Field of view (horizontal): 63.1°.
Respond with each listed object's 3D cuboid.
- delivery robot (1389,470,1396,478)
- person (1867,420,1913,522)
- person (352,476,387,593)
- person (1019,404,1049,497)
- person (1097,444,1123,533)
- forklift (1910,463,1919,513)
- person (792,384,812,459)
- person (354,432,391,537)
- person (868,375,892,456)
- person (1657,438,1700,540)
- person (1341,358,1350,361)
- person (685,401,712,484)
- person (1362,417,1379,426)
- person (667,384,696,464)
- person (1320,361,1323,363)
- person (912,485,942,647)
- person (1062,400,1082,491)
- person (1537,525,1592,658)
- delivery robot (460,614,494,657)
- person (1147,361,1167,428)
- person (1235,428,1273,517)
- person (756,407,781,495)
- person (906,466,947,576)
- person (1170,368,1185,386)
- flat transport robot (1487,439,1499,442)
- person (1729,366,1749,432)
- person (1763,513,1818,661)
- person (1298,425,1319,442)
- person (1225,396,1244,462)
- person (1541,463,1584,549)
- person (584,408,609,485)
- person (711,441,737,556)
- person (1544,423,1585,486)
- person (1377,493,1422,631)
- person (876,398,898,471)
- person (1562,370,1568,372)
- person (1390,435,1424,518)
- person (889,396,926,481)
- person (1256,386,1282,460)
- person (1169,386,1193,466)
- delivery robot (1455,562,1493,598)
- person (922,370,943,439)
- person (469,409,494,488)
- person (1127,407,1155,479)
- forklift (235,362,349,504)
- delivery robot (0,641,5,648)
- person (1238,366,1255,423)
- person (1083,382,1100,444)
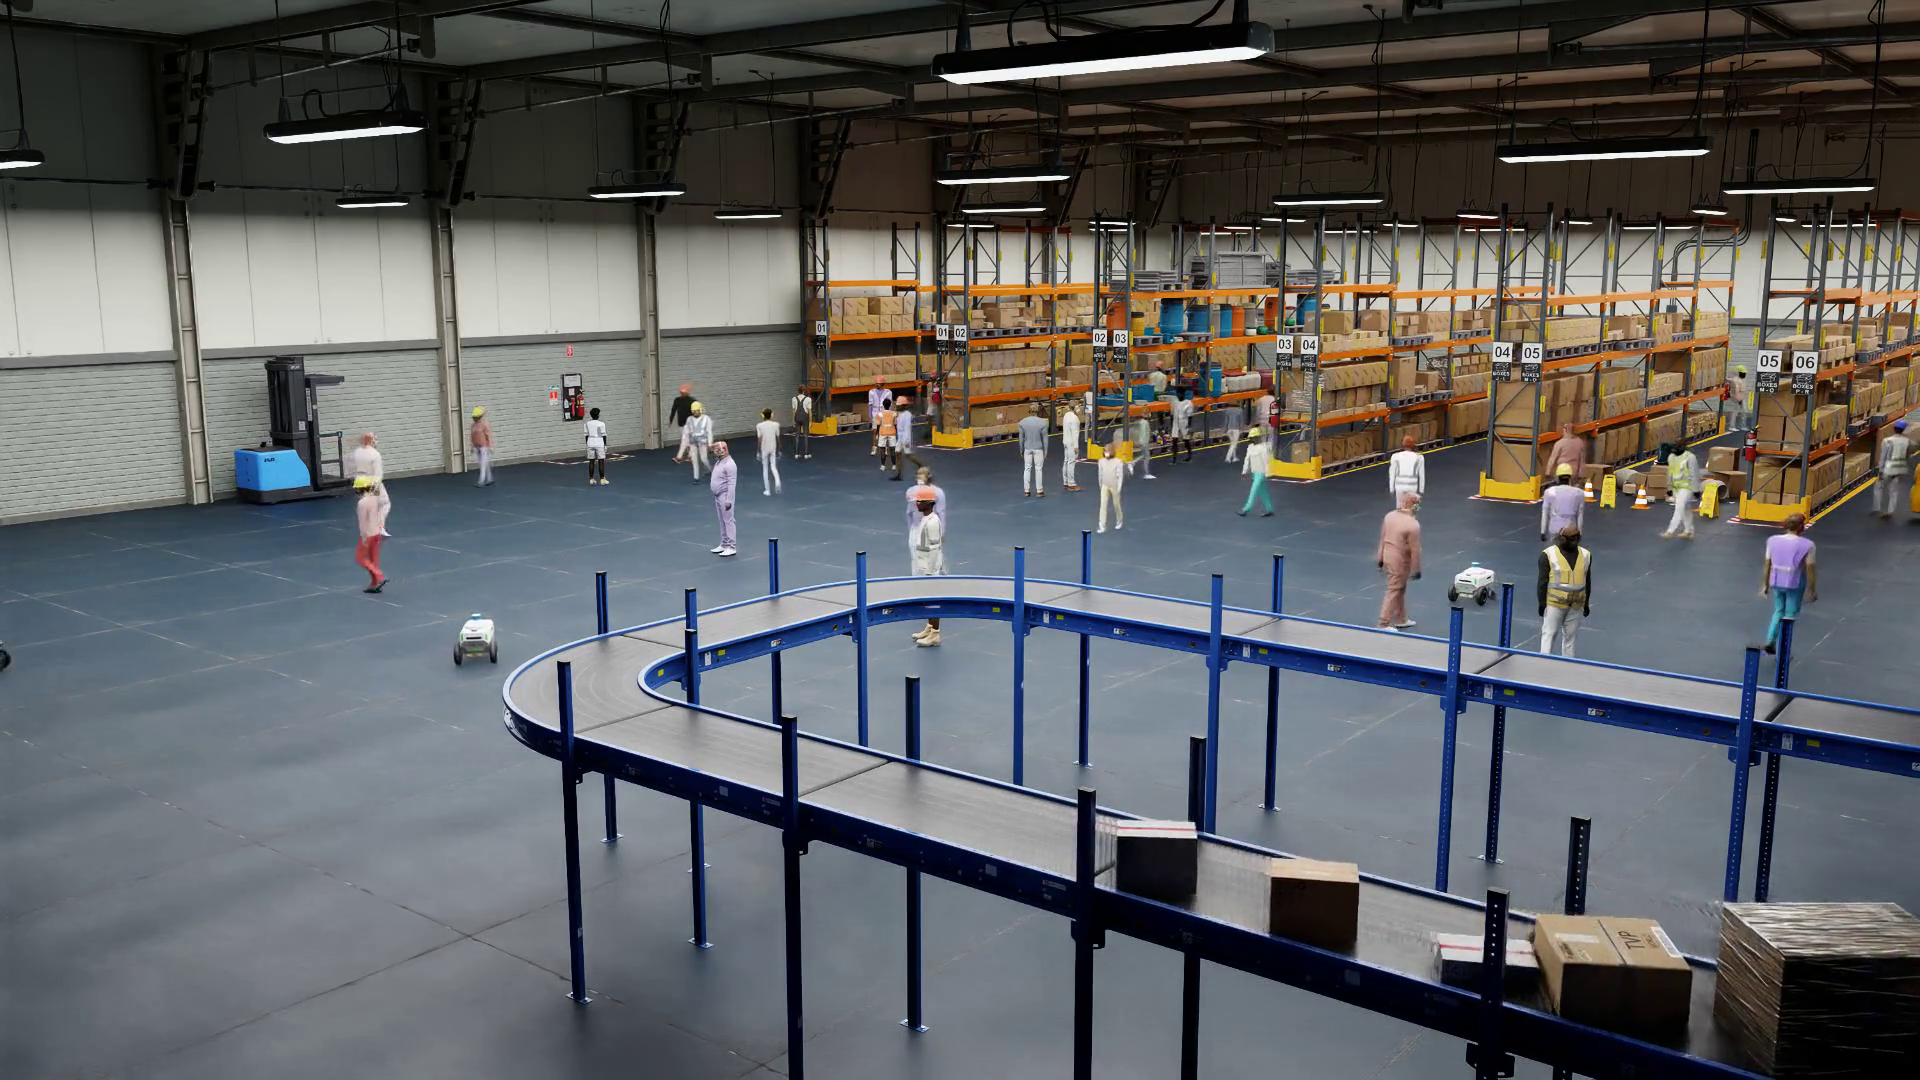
[{"bbox_3d":[9.713,-1.516,34.289,0.477,0.478,0.707,9,14,43],"label":"delivery robot"},{"bbox_3d":[17.542,-1.312,29.462,0.606,1.910,0.569,0,10,2],"label":"person"},{"bbox_3d":[-8.683,-0.078,22.982,0.396,1.754,0.525,1,10,8],"label":"person"},{"bbox_3d":[1.538,-1.866,32.508,0.635,1.938,0.361,3,11,18],"label":"person"},{"bbox_3d":[2.746,-0.958,28.360,0.506,1.599,0.822,5,11,26],"label":"person"},{"bbox_3d":[19.034,-1.348,28.998,2.313,2.155,1.214,8,13,37],"label":"forklift"},{"bbox_3d":[-3.918,-2.944,38.868,0.505,1.840,0.329,1,10,8],"label":"person"},{"bbox_3d":[-10.335,-0.960,27.563,0.647,1.889,0.521,6,12,31],"label":"person"},{"bbox_3d":[-2.007,-3.131,39.358,0.605,2.037,0.394,1,10,6],"label":"person"},{"bbox_3d":[12.611,-0.889,27.482,0.899,1.783,0.646,-2,10,-11],"label":"person"},{"bbox_3d":[13.540,-5.755,54.595,0.513,1.871,0.329,7,12,34],"label":"person"},{"bbox_3d":[-5.754,-2.156,34.480,0.609,1.812,0.470,2,10,13],"label":"person"},{"bbox_3d":[12.337,-4.417,46.708,0.609,1.996,0.379,8,13,38],"label":"person"},{"bbox_3d":[-6.698,-2.819,37.924,0.638,1.923,1.076,5,11,26],"label":"person"},{"bbox_3d":[12.360,-5.652,53.876,0.373,1.916,0.596,3,10,15],"label":"person"},{"bbox_3d":[-0.422,0.321,19.910,0.375,2.043,0.611,-2,10,-9],"label":"person"},{"bbox_3d":[2.390,-2.032,33.458,0.374,1.936,0.627,-3,10,-15],"label":"person"},{"bbox_3d":[7.008,0.737,18.136,0.633,1.841,0.429,-1,10,-4],"label":"person"},{"bbox_3d":[-5.945,1.156,19.250,0.477,0.478,0.707,-2,10,-11],"label":"delivery robot"},{"bbox_3d":[5.783,-4.277,45.965,0.620,1.978,0.711,7,12,36],"label":"person"},{"bbox_3d":[5.629,-1.273,29.808,0.956,1.718,0.527,-4,11,-22],"label":"person"},{"bbox_3d":[-3.987,-1.844,32.627,0.514,1.856,0.505,-5,11,-24],"label":"person"},{"bbox_3d":[-0.477,-0.149,22.950,0.638,1.911,0.925,4,11,23],"label":"person"},{"bbox_3d":[6.370,-4.123,45.555,0.596,1.816,0.431,5,11,25],"label":"person"},{"bbox_3d":[15.035,-2.739,42.239,1.431,0.197,0.652,6,12,29],"label":"flat transport robot"},{"bbox_3d":[22.391,-4.041,44.835,0.603,1.900,0.625,-7,12,-35],"label":"person"},{"bbox_3d":[10.130,0.574,19.084,0.450,1.827,0.579,-6,12,-32],"label":"person"},{"bbox_3d":[9.561,-3.512,42.724,0.775,1.608,0.516,-10,14,-44],"label":"person"},{"bbox_3d":[6.637,-2.677,37.999,0.508,1.617,0.631,9,13,40],"label":"person"},{"bbox_3d":[8.866,-0.171,23.047,0.599,1.917,0.504,1,10,8],"label":"person"},{"bbox_3d":[-7.956,-2.052,34.234,0.534,1.698,0.318,3,10,16],"label":"person"},{"bbox_3d":[-3.941,-0.693,26.024,0.406,1.902,0.639,-5,11,-27],"label":"person"},{"bbox_3d":[11.309,-1.268,29.376,0.645,1.860,0.977,-4,11,-21],"label":"person"},{"bbox_3d":[5.844,0.304,20.493,0.781,1.867,0.664,-3,10,-16],"label":"person"},{"bbox_3d":[-1.700,-2.460,36.533,0.540,1.695,0.317,-2,10,-12],"label":"person"},{"bbox_3d":[16.795,-3.807,43.606,0.576,1.882,0.382,4,11,20],"label":"person"},{"bbox_3d":[7.761,-0.889,27.209,0.582,1.869,0.626,3,11,19],"label":"person"},{"bbox_3d":[-1.180,-2.283,34.967,0.788,1.913,0.545,-5,11,-27],"label":"person"},{"bbox_3d":[7.625,-2.892,38.625,0.646,1.818,0.453,7,12,34],"label":"person"},{"bbox_3d":[5.362,-2.784,37.751,0.603,1.925,0.982,6,12,30],"label":"person"},{"bbox_3d":[7.419,0.568,22.563,0.477,0.478,0.707,8,13,38],"label":"delivery robot"},{"bbox_3d":[-0.748,-3.710,42.976,0.557,1.896,0.893,5,11,27],"label":"person"},{"bbox_3d":[-10.384,-1.981,33.818,0.600,1.718,0.868,5,11,28],"label":"person"},{"bbox_3d":[4.108,-2.191,35.254,0.565,1.618,0.504,1,10,5],"label":"person"},{"bbox_3d":[-13.803,-2.244,32.110,1.129,2.768,1.873,8,13,37],"label":"forklift"},{"bbox_3d":[-11.704,1.167,18.457,0.698,0.223,0.335,-3,11,-18],"label":"delivery robot"},{"bbox_3d":[8.357,-4.185,45.872,0.601,1.827,0.403,4,11,21],"label":"person"},{"bbox_3d":[3.536,-3.421,42.101,0.515,1.640,0.315,9,14,42],"label":"person"}]
